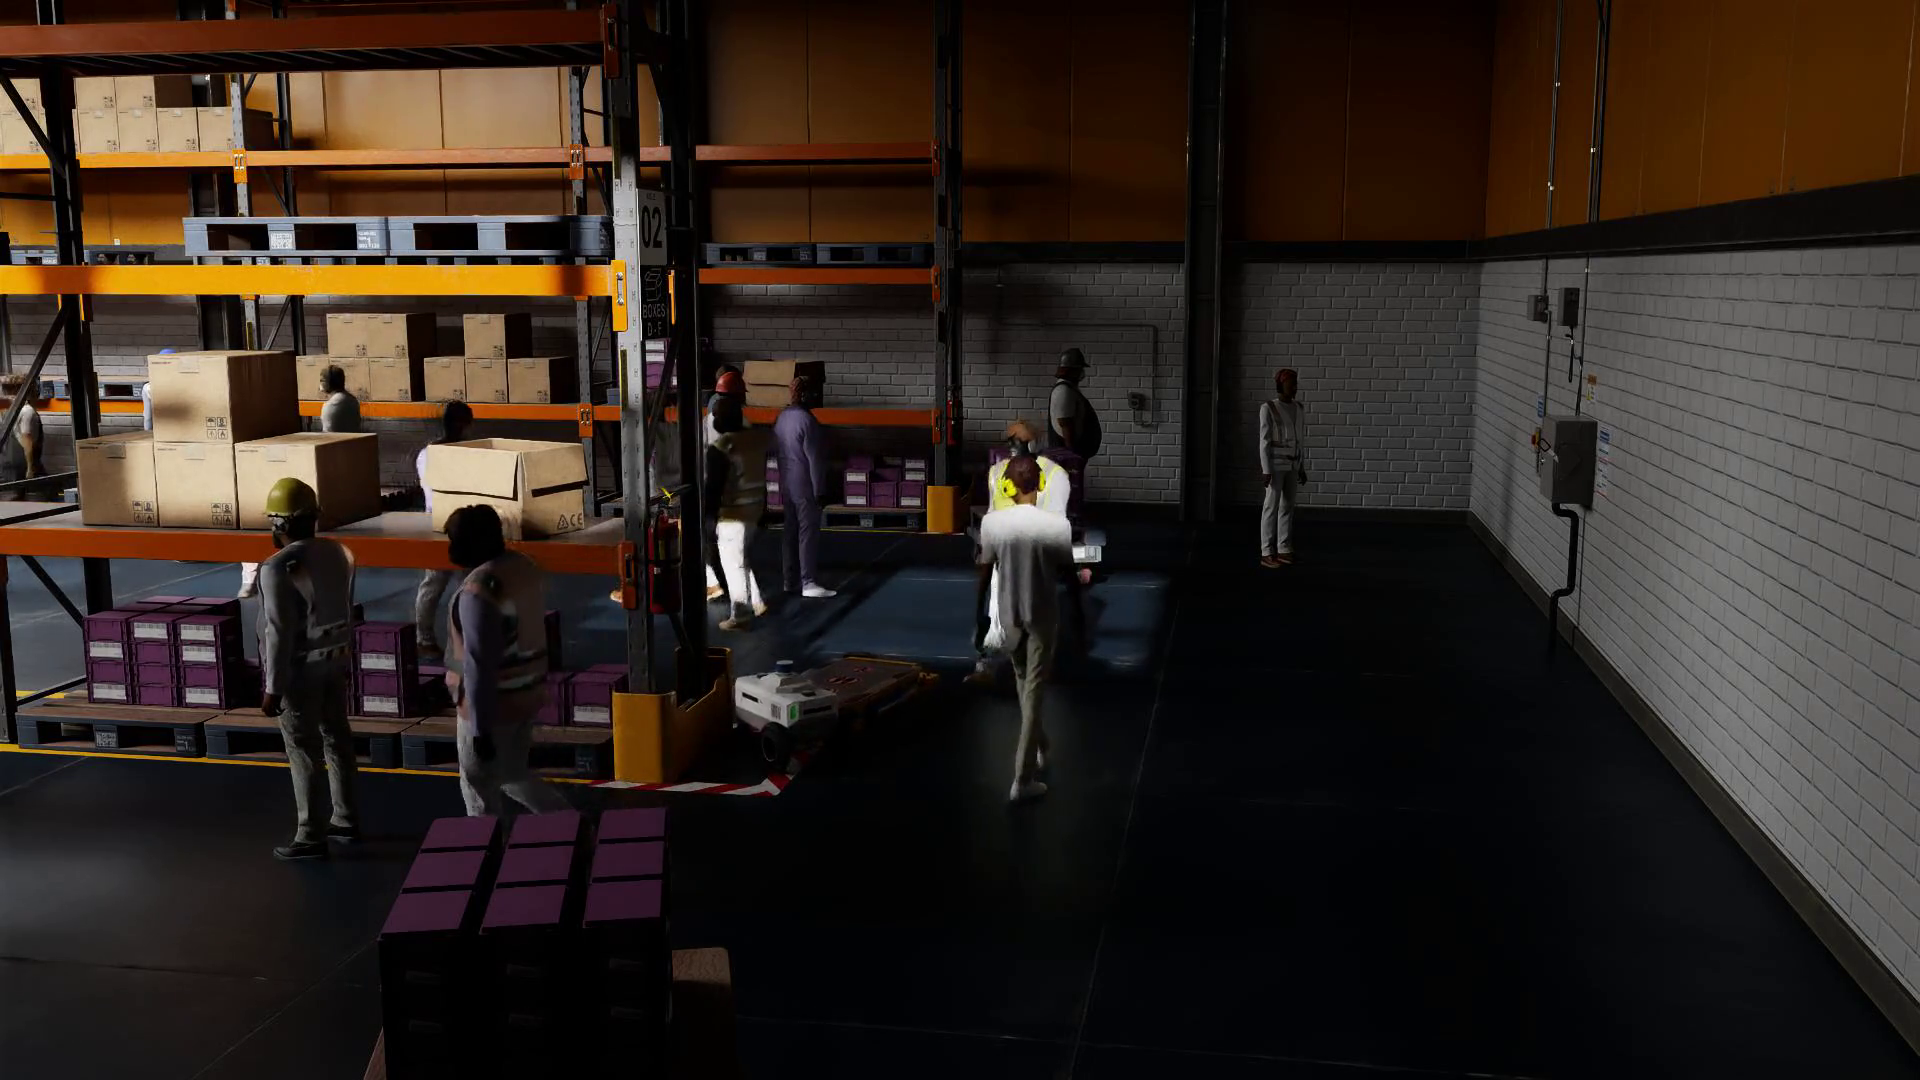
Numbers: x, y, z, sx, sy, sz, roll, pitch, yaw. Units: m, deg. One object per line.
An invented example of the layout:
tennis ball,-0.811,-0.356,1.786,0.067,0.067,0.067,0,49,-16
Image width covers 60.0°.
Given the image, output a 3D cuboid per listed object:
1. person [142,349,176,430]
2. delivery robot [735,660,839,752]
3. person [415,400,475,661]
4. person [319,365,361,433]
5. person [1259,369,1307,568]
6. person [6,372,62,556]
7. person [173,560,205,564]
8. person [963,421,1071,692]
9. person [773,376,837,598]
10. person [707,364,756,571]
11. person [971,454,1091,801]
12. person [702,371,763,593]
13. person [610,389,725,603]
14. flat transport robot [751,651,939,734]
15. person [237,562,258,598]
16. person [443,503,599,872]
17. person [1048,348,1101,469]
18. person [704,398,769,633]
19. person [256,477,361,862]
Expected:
person,-8.689,-1.136,18.414,0.608,1.950,0.379,-5,10,-28
delivery robot,-1.004,0.936,9.585,0.477,0.478,0.707,-6,11,-35
person,-3.530,-0.042,11.820,0.996,1.883,0.636,5,10,27
person,-6.016,-0.747,16.141,0.840,1.911,0.647,0,9,0
person,3.075,-0.682,15.804,0.574,1.883,0.356,-7,12,-37
person,-9.138,-0.763,16.532,0.535,1.800,0.931,9,13,44
person,-7.413,-0.690,15.996,0.404,1.837,0.593,0,9,0
person,0.392,0.127,11.022,0.647,1.800,0.912,5,11,30
person,-1.334,-0.456,14.332,0.408,1.909,0.642,-7,11,-37
person,-2.171,-0.681,15.624,0.372,1.940,0.632,-4,10,-25
person,0.406,0.441,9.048,0.611,1.806,0.947,3,10,18
person,-1.984,-0.488,14.428,0.545,1.939,0.374,7,12,37
person,-2.446,-0.355,13.961,1.007,1.838,0.555,4,10,23
flat transport robot,-0.714,0.964,10.578,0.652,0.197,1.431,4,10,22
person,-6.004,-0.493,14.294,0.622,1.990,0.402,-2,9,-14
person,-1.966,0.727,7.305,0.635,1.808,0.630,2,9,13
person,1.156,-0.918,16.782,0.538,2.000,0.683,0,9,-1
person,-1.751,-0.187,12.913,0.447,1.822,0.649,5,10,29
person,-3.118,0.613,7.926,0.403,1.830,0.601,3,10,16
